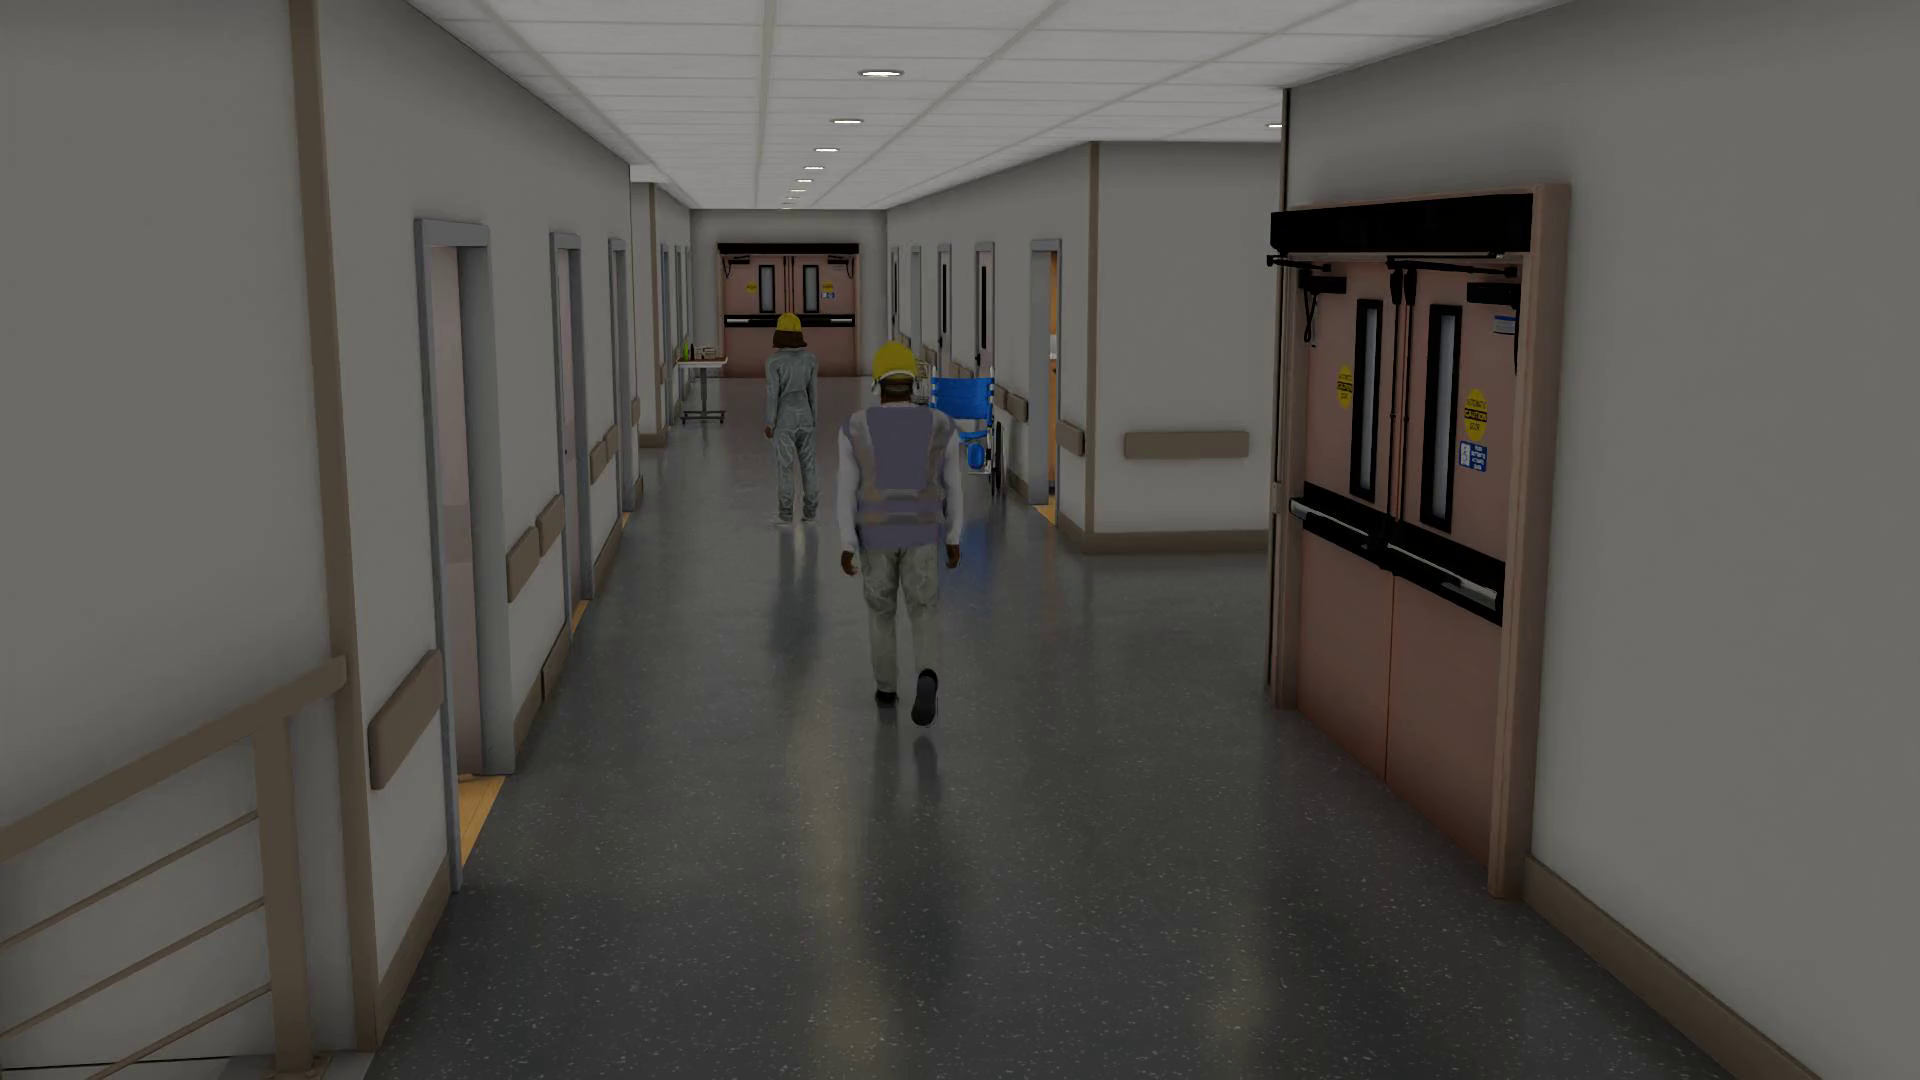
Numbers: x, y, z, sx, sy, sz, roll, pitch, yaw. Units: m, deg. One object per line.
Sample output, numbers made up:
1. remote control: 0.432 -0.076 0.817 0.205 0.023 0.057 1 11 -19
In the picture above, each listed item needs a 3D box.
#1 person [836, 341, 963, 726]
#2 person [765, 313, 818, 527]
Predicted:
1. person: -0.278 -0.028 7.873 0.604 1.814 0.759 -1 10 -7
2. person: -1.384 -0.980 13.604 0.485 1.744 0.295 -7 12 -37
